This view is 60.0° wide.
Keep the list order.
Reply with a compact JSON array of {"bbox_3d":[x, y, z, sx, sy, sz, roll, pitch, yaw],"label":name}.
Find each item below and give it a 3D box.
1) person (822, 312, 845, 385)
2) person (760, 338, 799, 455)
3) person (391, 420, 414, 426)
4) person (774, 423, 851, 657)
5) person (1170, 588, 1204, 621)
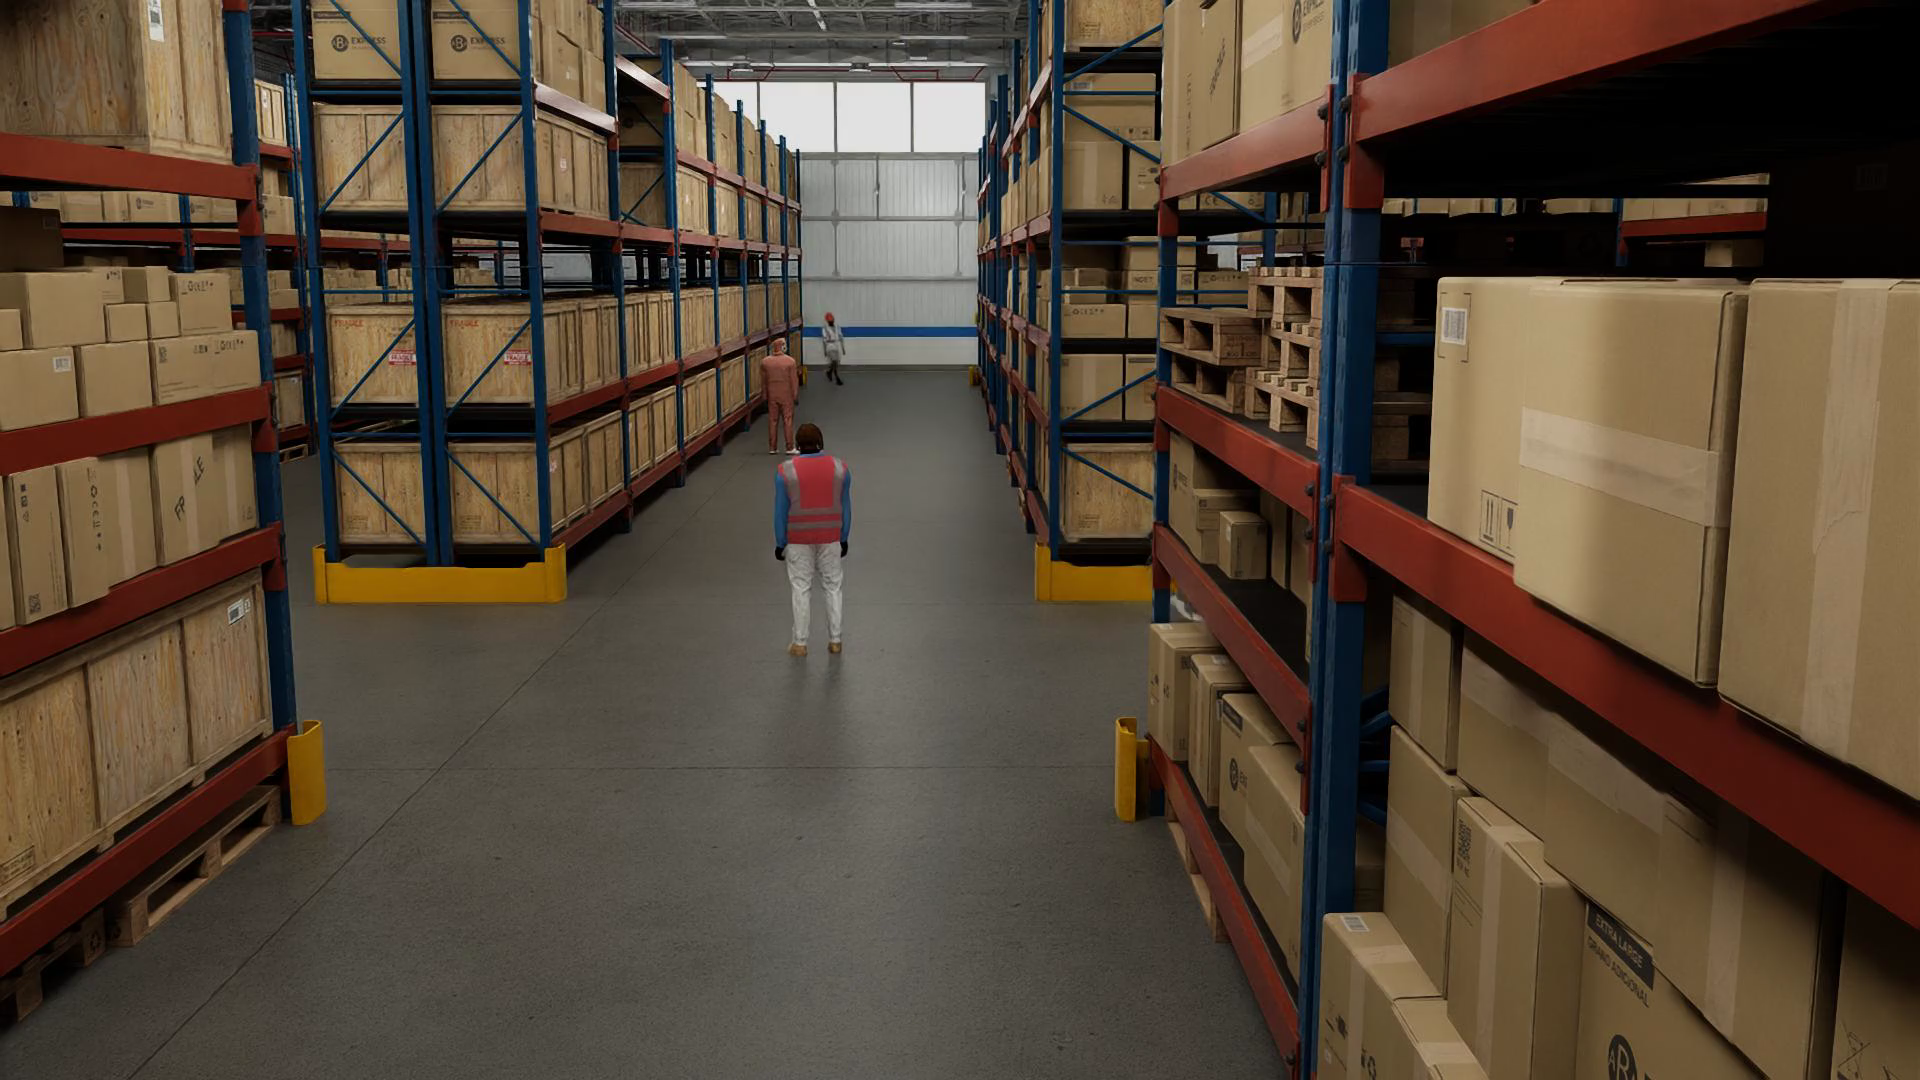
[{"bbox_3d":[-3.352,-5.017,43.591,0.597,1.906,0.671,-6,11,-34],"label":"person"},{"bbox_3d":[-2.923,-2.341,27.208,0.636,1.902,0.406,3,10,18],"label":"person"},{"bbox_3d":[-6.601,-1.145,20.108,0.562,1.829,0.414,-6,11,-35],"label":"person"},{"bbox_3d":[-1.159,0.001,13.048,0.619,1.839,0.430,-3,10,-19],"label":"person"},{"bbox_3d":[2.062,-0.089,14.230,0.381,1.618,0.528,1,9,5],"label":"person"}]
